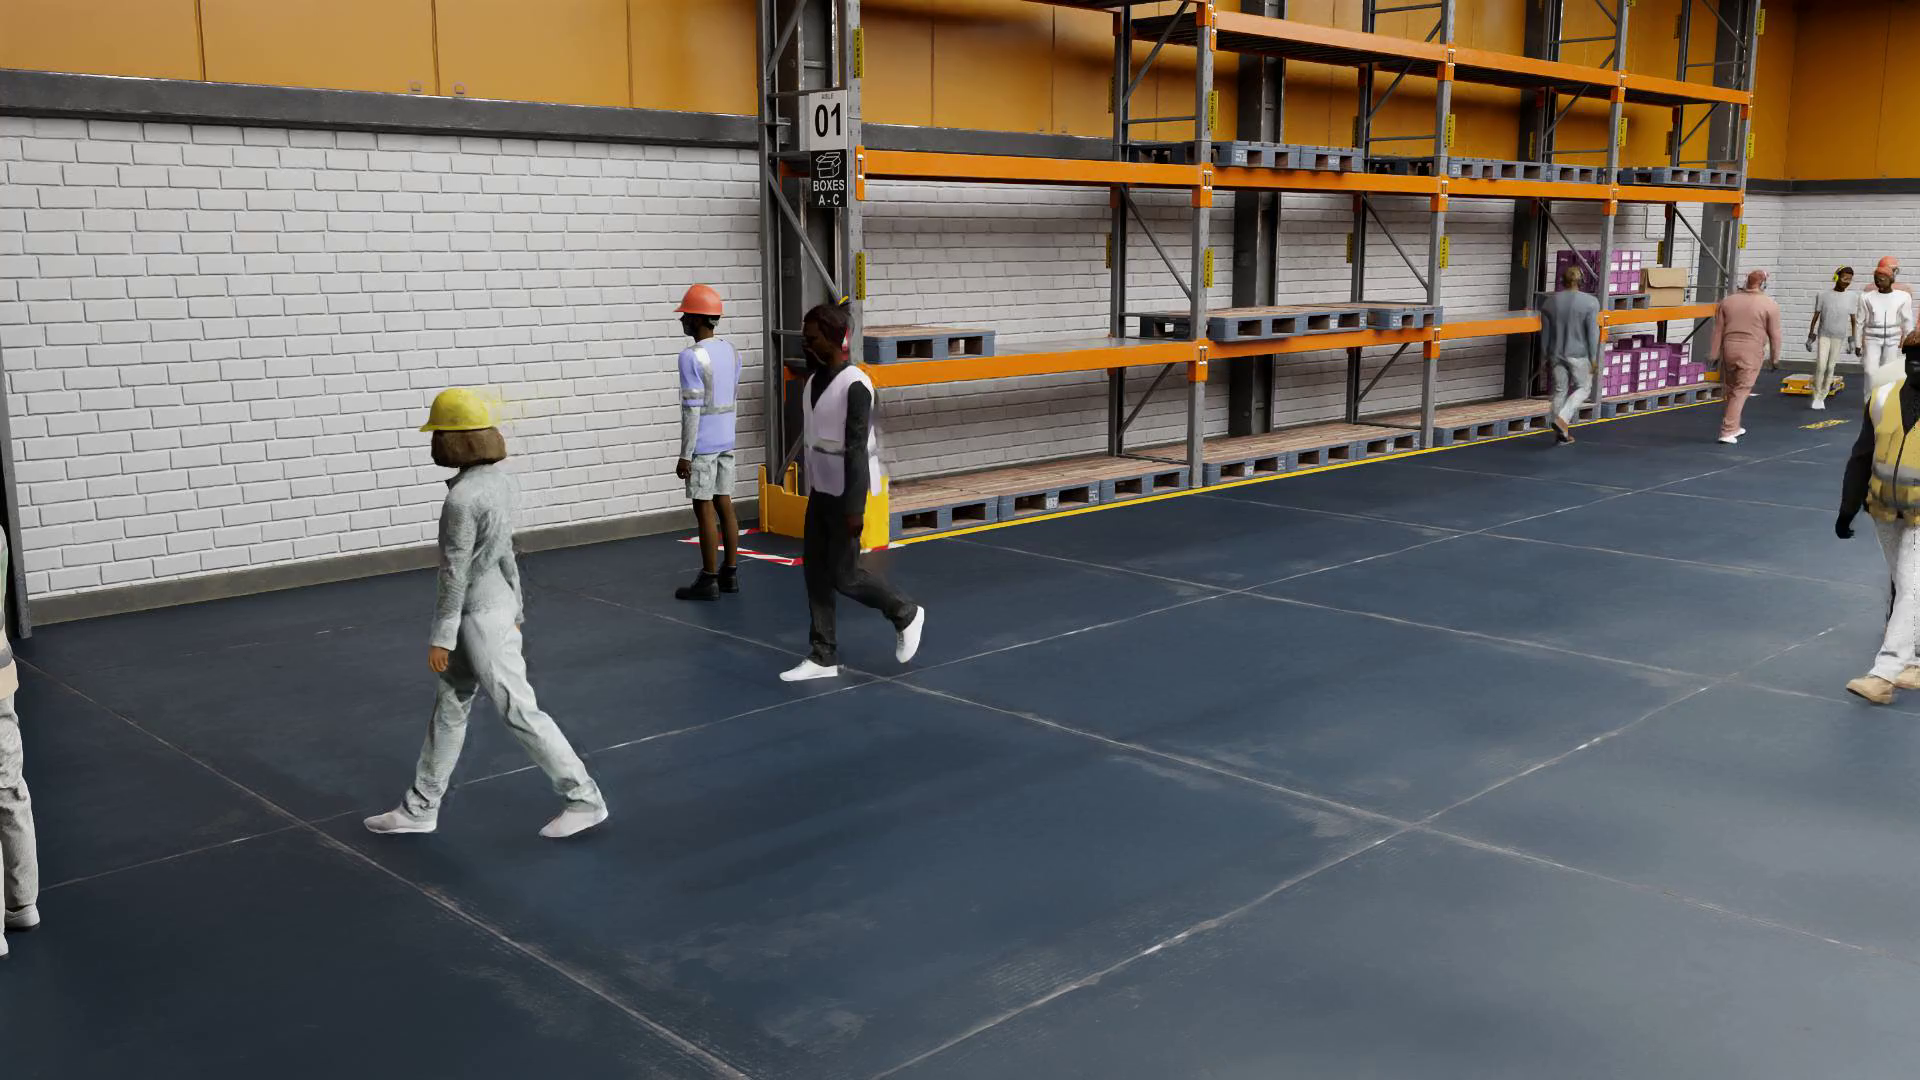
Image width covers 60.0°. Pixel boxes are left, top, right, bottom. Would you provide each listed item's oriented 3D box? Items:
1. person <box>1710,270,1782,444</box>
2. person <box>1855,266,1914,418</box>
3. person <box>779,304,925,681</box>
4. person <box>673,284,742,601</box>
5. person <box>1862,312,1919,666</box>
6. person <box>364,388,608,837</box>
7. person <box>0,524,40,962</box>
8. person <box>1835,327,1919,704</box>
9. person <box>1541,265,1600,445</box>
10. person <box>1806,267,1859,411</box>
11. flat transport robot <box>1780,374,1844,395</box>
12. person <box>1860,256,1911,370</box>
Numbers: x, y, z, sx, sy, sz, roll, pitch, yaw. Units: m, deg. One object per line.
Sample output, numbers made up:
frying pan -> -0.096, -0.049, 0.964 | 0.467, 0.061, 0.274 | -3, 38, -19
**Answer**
person -> 8.554, -1.979, 18.021 | 0.891, 1.861, 0.667 | -8, 13, -36
person -> 11.211, -2.380, 20.176 | 0.621, 1.867, 0.474 | 4, 11, 20
person -> -0.556, -0.231, 8.377 | 0.677, 1.903, 0.596 | -6, 12, -31
person -> -1.569, -0.594, 10.254 | 0.352, 1.942, 0.545 | 5, 11, 24
person -> 5.108, -0.313, 8.742 | 0.622, 1.922, 1.070 | 3, 11, 15
person -> -1.757, 0.285, 6.128 | 0.919, 1.695, 0.502 | -1, 10, -4
person -> -3.082, 0.496, 5.136 | 0.307, 1.641, 0.513 | -1, 10, -4
person -> 4.544, -0.121, 8.046 | 0.912, 1.799, 0.646 | -5, 12, -28
person -> 6.450, -1.946, 17.668 | 0.505, 1.927, 0.650 | -9, 14, -42
person -> 11.162, -2.565, 21.276 | 0.549, 1.836, 0.722 | 3, 11, 16
flat transport robot -> 12.136, -2.216, 23.656 | 0.652, 0.197, 1.431 | 7, 12, 33
person -> 12.070, -2.717, 21.726 | 0.625, 1.974, 0.535 | 1, 10, 3
